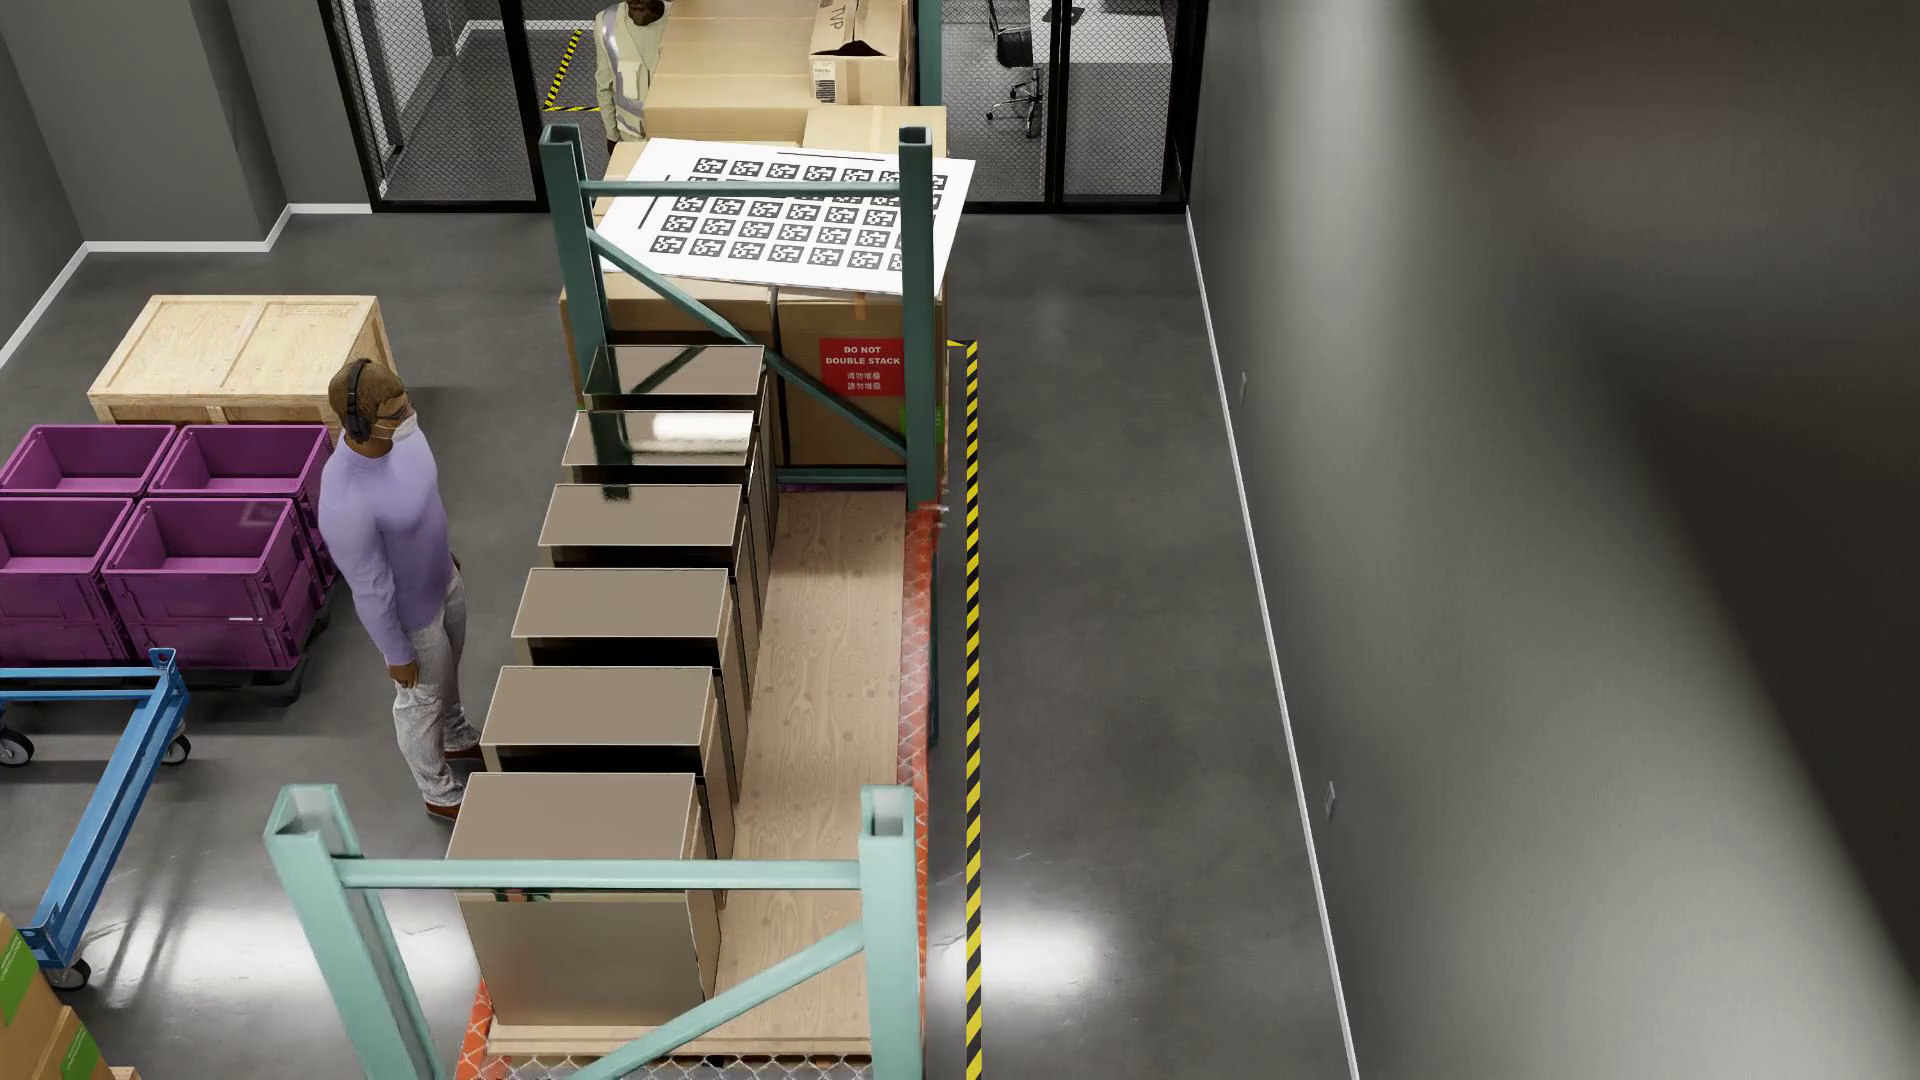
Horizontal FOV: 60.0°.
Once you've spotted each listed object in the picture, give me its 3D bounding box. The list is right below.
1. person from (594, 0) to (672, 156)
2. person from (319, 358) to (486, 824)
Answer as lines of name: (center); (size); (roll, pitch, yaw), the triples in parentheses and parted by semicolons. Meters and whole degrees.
person: (-1.498, -2.066, 8.327); (0.602, 1.830, 0.404); (0, 41, 0)
person: (-1.851, 0.197, 5.662); (0.355, 1.936, 0.637); (0, 41, 0)
